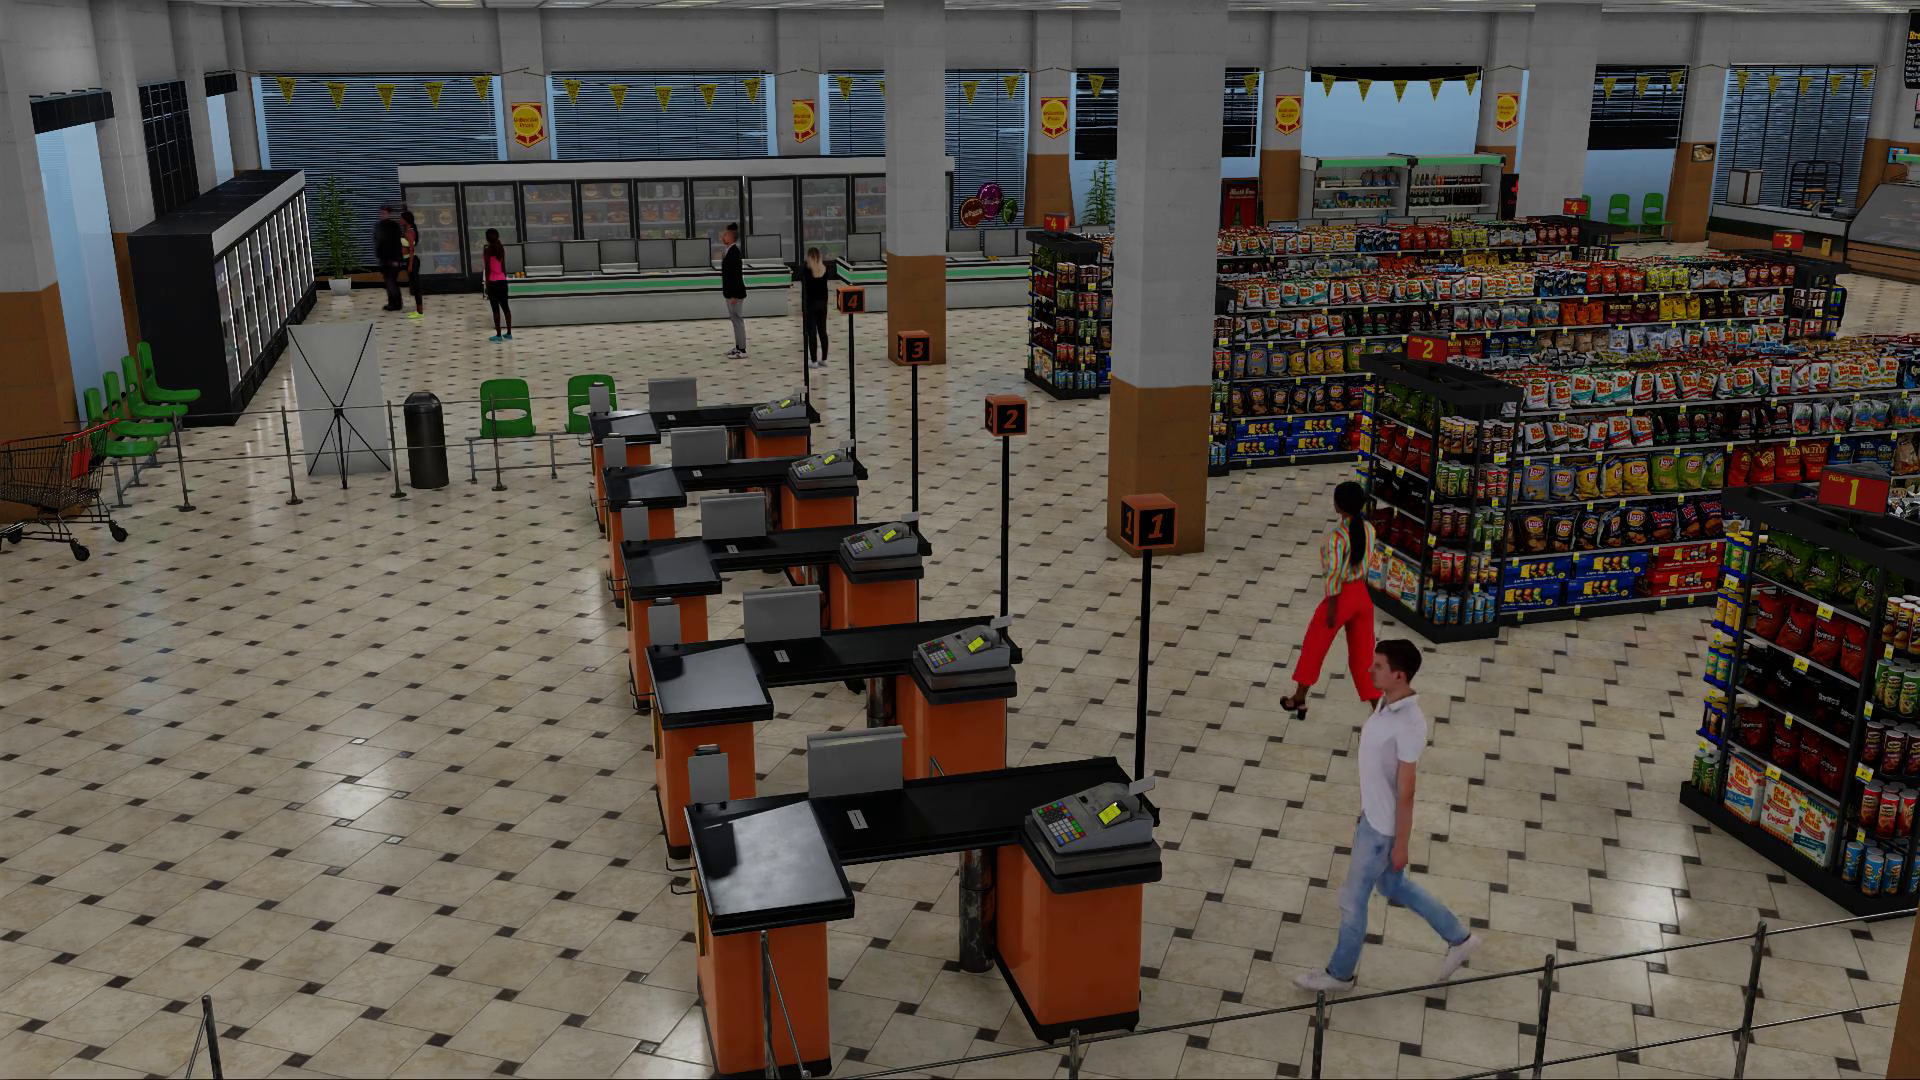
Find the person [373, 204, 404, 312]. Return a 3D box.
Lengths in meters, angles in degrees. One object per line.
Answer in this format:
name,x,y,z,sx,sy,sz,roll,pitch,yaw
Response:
person,-9.574,-4.750,28.074,0.849,1.818,0.904,14,22,38

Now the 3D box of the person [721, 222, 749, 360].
person,-3.272,-3.621,24.129,0.561,1.950,0.703,-5,18,-15

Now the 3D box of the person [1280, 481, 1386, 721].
person,2.576,0.532,10.821,1.179,1.736,0.909,-10,20,-31

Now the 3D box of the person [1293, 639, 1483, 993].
person,2.125,1.359,7.945,1.231,1.824,0.931,2,17,5

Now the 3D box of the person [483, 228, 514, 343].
person,-7.097,-3.917,25.495,0.718,1.722,0.645,12,21,35

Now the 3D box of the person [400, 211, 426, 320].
person,-9.070,-4.566,27.576,0.521,1.755,0.561,-5,18,-17

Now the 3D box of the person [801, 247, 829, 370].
person,-2.031,-3.275,23.447,0.745,1.684,0.636,16,23,42
